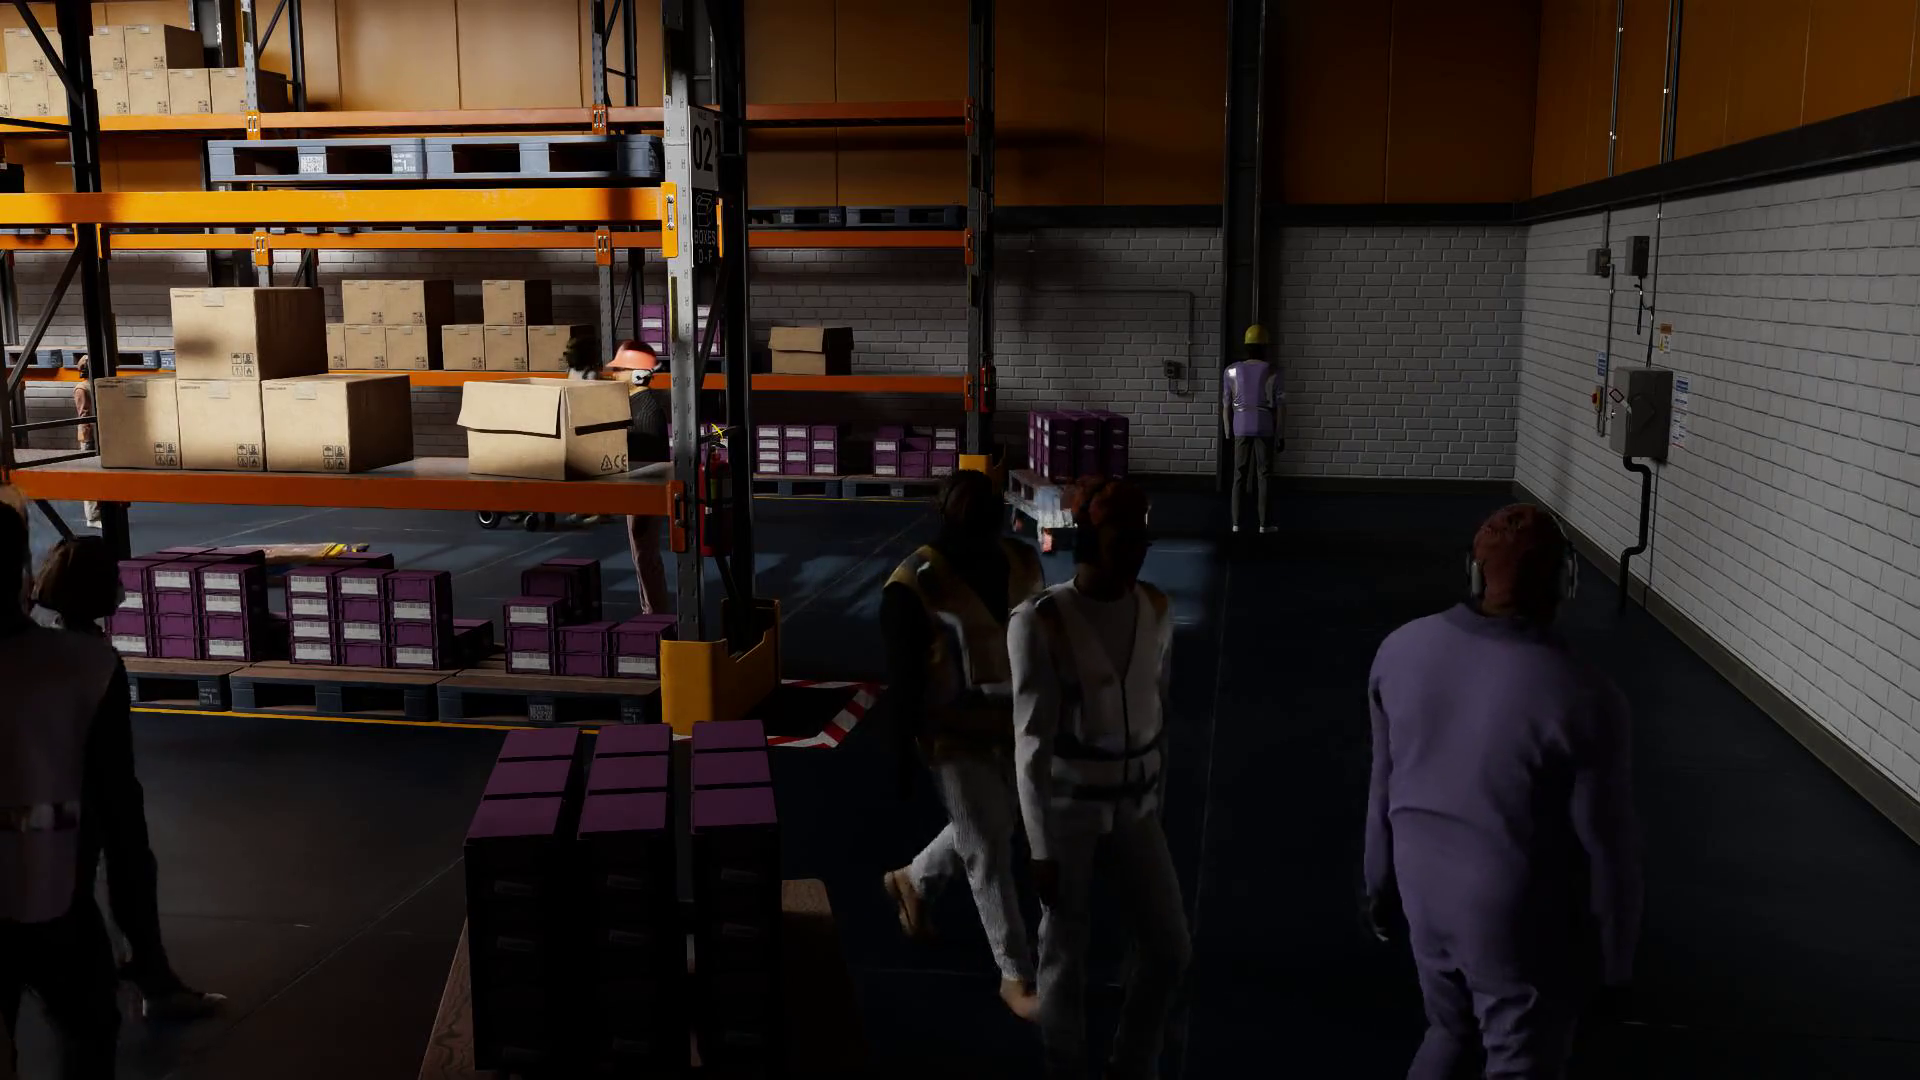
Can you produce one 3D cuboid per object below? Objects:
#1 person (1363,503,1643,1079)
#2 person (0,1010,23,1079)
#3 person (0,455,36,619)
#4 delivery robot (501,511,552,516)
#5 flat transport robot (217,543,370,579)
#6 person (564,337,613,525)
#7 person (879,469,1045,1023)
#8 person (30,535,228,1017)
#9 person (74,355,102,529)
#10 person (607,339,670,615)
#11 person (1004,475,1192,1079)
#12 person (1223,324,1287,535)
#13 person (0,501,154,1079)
[{"bbox_3d":[1.213,0.857,3.803,0.447,1.890,0.661,-6,11,-35],"label":"person"},{"bbox_3d":[-1.784,1.189,2.675,0.527,1.598,0.510,-9,13,-43],"label":"person"},{"bbox_3d":[-4.707,0.290,8.216,0.671,1.615,0.530,1,9,7],"label":"person"},{"bbox_3d":[-4.129,-0.431,15.665,0.707,0.478,0.477,3,10,20],"label":"delivery robot"},{"bbox_3d":[-5.412,0.179,13.047,1.431,0.197,0.652,-2,9,-10],"label":"flat transport robot"},{"bbox_3d":[-3.539,-1.022,15.784,0.531,1.804,0.540,8,12,40],"label":"person"},{"bbox_3d":[0.000,0.634,5.543,0.676,1.801,0.839,-7,12,-38],"label":"person"},{"bbox_3d":[-2.788,0.781,5.178,0.750,1.610,0.512,-3,10,-20],"label":"person"},{"bbox_3d":[-8.149,-0.930,15.693,0.308,1.641,0.514,-1,9,-6],"label":"person"},{"bbox_3d":[-1.979,-0.239,10.301,0.375,1.997,0.610,-3,10,-15],"label":"person"},{"bbox_3d":[0.397,0.763,4.471,0.590,1.867,0.518,-5,11,-30],"label":"person"},{"bbox_3d":[2.705,-1.008,15.279,0.588,1.930,0.364,4,10,22],"label":"person"},{"bbox_3d":[-2.200,0.850,3.842,0.619,1.898,0.462,-3,10,-20],"label":"person"}]
